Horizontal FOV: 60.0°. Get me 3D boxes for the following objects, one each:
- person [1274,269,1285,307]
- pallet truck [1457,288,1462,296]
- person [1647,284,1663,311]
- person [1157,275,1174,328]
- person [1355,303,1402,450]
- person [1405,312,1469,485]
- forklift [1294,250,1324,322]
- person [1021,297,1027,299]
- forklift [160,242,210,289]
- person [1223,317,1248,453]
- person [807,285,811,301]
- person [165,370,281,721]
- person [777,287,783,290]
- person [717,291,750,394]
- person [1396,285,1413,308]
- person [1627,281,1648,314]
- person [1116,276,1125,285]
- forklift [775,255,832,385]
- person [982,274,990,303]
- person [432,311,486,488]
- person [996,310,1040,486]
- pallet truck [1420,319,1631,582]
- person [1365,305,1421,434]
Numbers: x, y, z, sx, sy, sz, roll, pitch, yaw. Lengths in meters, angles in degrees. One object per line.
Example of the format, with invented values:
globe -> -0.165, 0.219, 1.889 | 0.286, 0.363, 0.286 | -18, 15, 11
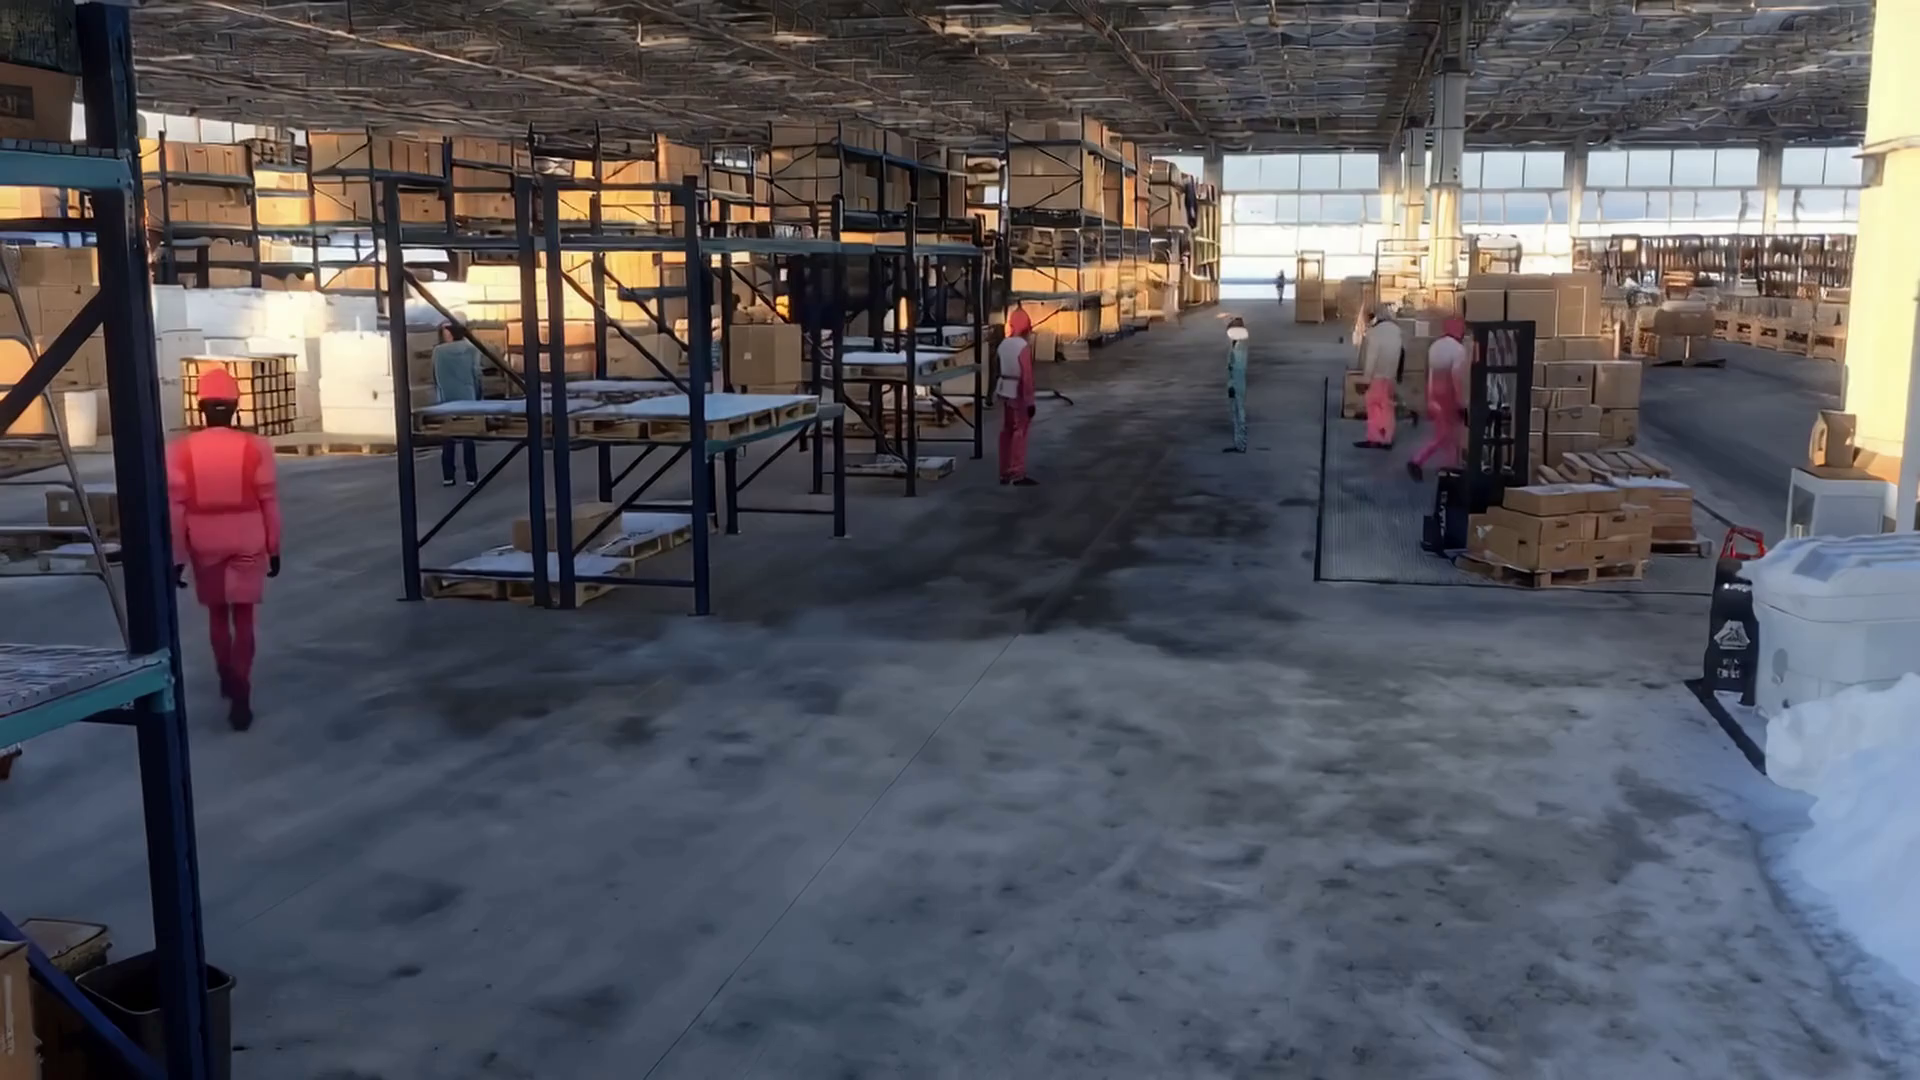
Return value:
person -> 16.717, -13.193, 87.020 | 0.485, 1.971, 0.651 | 7, 12, 38
pallet truck -> 20.506, -9.785, 68.819 | 0.653, 1.274, 1.630 | 2, 10, 12
person -> 22.252, -7.358, 53.320 | 0.538, 1.684, 0.363 | 3, 10, 16
person -> 7.409, -8.584, 59.858 | 0.548, 1.922, 0.637 | -1, 10, -3
person -> 5.485, -2.121, 21.622 | 0.741, 1.912, 0.608 | -6, 11, -32
person -> 5.190, -1.482, 17.803 | 0.643, 1.921, 0.631 | -3, 10, -15
forklift -> 13.778, -10.002, 65.433 | 1.129, 2.768, 1.873 | 2, 10, 12
person -> 2.576, -9.299, 65.004 | 0.525, 1.615, 0.401 | 7, 12, 35
forklift -> -16.063, -4.810, 34.690 | 1.129, 2.768, 1.873 | 2, 10, 12
person -> 3.532, -1.980, 21.294 | 0.297, 1.745, 0.484 | 3, 10, 19
person -> -4.992, -8.155, 57.456 | 0.594, 1.868, 0.984 | -1, 10, -8
person -> -3.989, 0.023, 9.052 | 0.549, 1.884, 1.030 | -3, 10, -19
person -> -7.626, -10.229, 70.466 | 0.285, 1.633, 0.497 | 4, 10, 20
person -> -3.623, -2.987, 26.596 | 0.367, 1.966, 0.604 | 9, 13, 44
person -> 9.885, -4.672, 36.750 | 0.798, 1.913, 0.549 | 1, 10, 7
person -> 20.555, -6.944, 50.490 | 0.605, 1.814, 0.708 | 2, 10, 13
person -> 8.659, -13.720, 90.319 | 0.548, 1.916, 0.759 | -1, 10, -7
forklift -> -2.945, -4.503, 32.872 | 1.129, 2.768, 1.873 | 2, 10, 12
person -> 1.455, -12.916, 85.831 | 0.612, 1.813, 0.423 | 2, 10, 11
person -> -5.438, -1.526, 18.108 | 0.585, 1.918, 0.409 | 2, 10, 14
person -> 0.614, -1.545, 18.199 | 0.375, 1.917, 0.597 | -5, 11, -29
pallet truck -> 4.543, -0.757, 13.299 | 0.823, 1.965, 1.885 | -4, 10, -22
person -> 6.181, -2.421, 23.643 | 0.797, 1.842, 0.532 | -5, 11, -26
